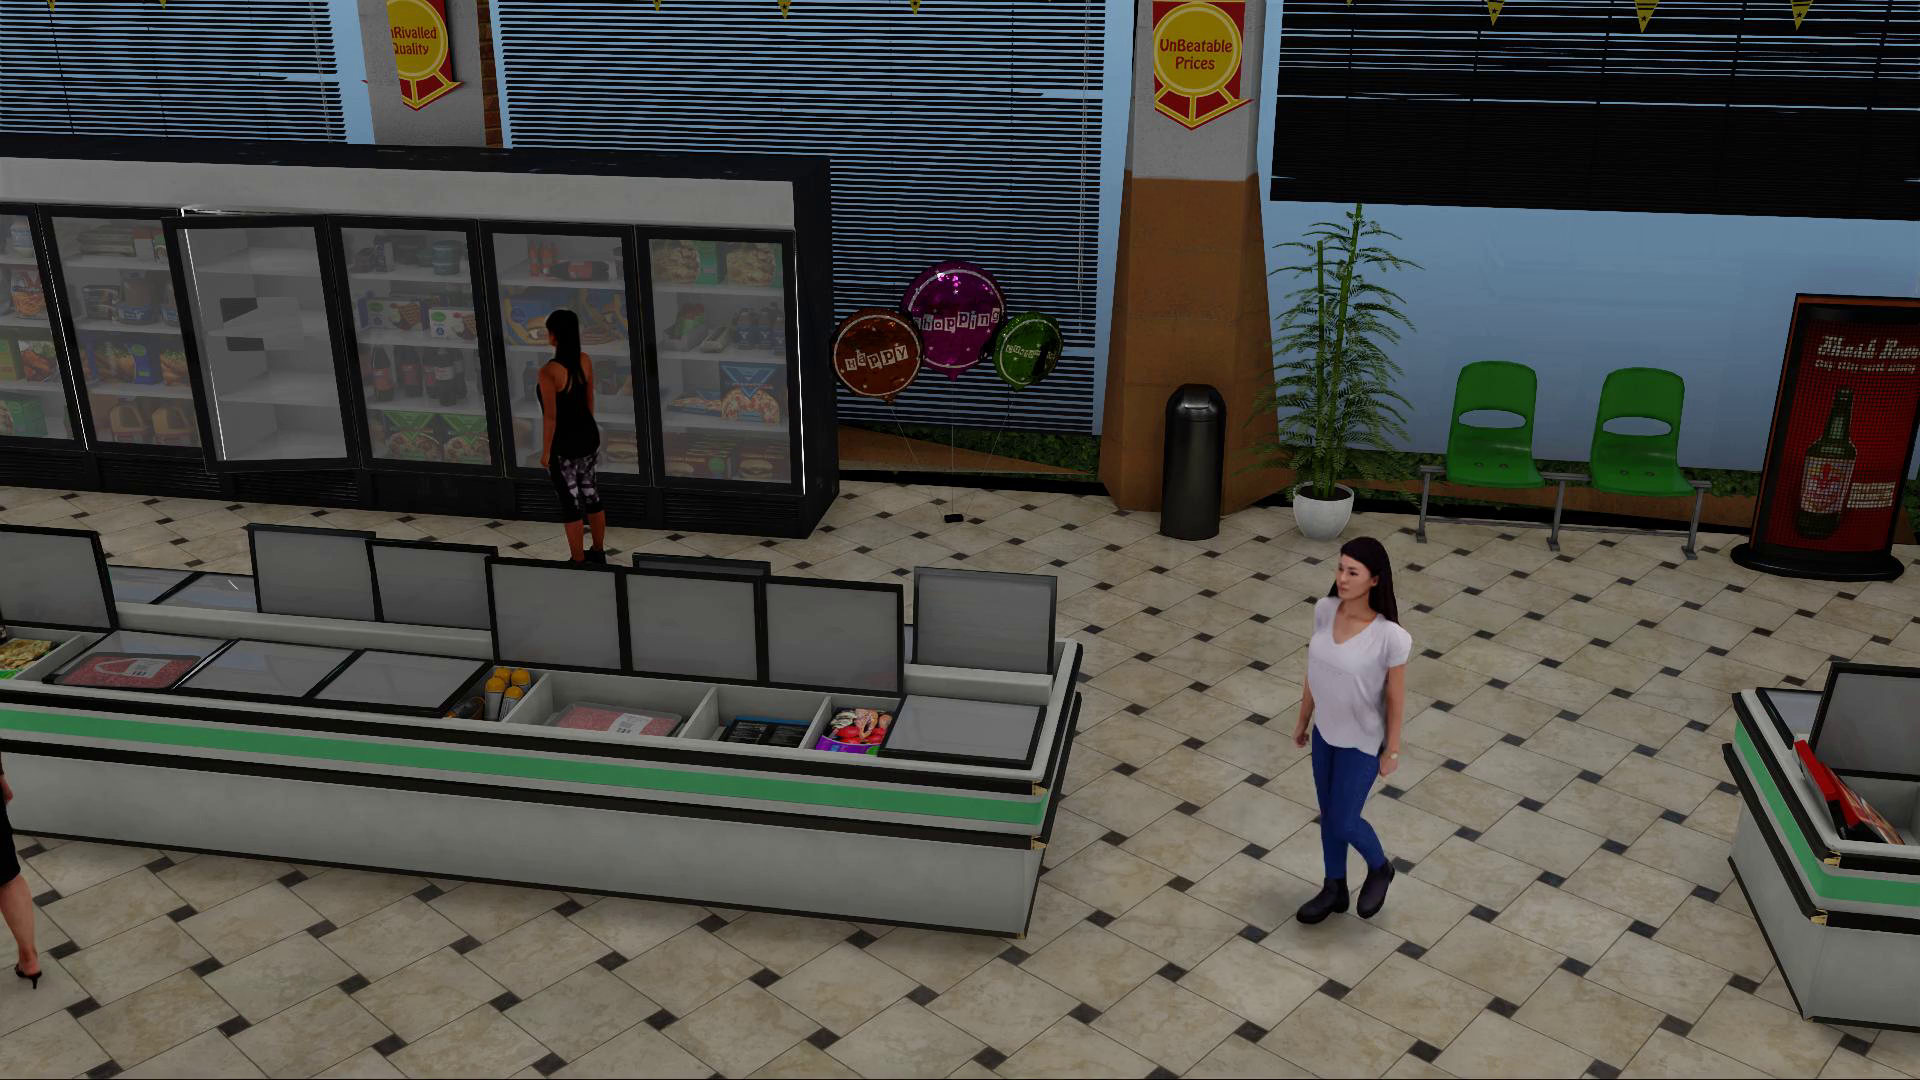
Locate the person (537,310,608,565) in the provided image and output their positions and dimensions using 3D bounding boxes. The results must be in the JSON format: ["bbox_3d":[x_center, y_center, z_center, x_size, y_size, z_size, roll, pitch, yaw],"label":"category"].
[{"bbox_3d":[-2.330,-0.590,9.988,0.613,1.659,0.638,12,25,27],"label":"person"}]

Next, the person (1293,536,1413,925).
[{"bbox_3d":[1.596,0.773,6.574,0.813,1.675,0.754,-13,25,-29],"label":"person"}]
